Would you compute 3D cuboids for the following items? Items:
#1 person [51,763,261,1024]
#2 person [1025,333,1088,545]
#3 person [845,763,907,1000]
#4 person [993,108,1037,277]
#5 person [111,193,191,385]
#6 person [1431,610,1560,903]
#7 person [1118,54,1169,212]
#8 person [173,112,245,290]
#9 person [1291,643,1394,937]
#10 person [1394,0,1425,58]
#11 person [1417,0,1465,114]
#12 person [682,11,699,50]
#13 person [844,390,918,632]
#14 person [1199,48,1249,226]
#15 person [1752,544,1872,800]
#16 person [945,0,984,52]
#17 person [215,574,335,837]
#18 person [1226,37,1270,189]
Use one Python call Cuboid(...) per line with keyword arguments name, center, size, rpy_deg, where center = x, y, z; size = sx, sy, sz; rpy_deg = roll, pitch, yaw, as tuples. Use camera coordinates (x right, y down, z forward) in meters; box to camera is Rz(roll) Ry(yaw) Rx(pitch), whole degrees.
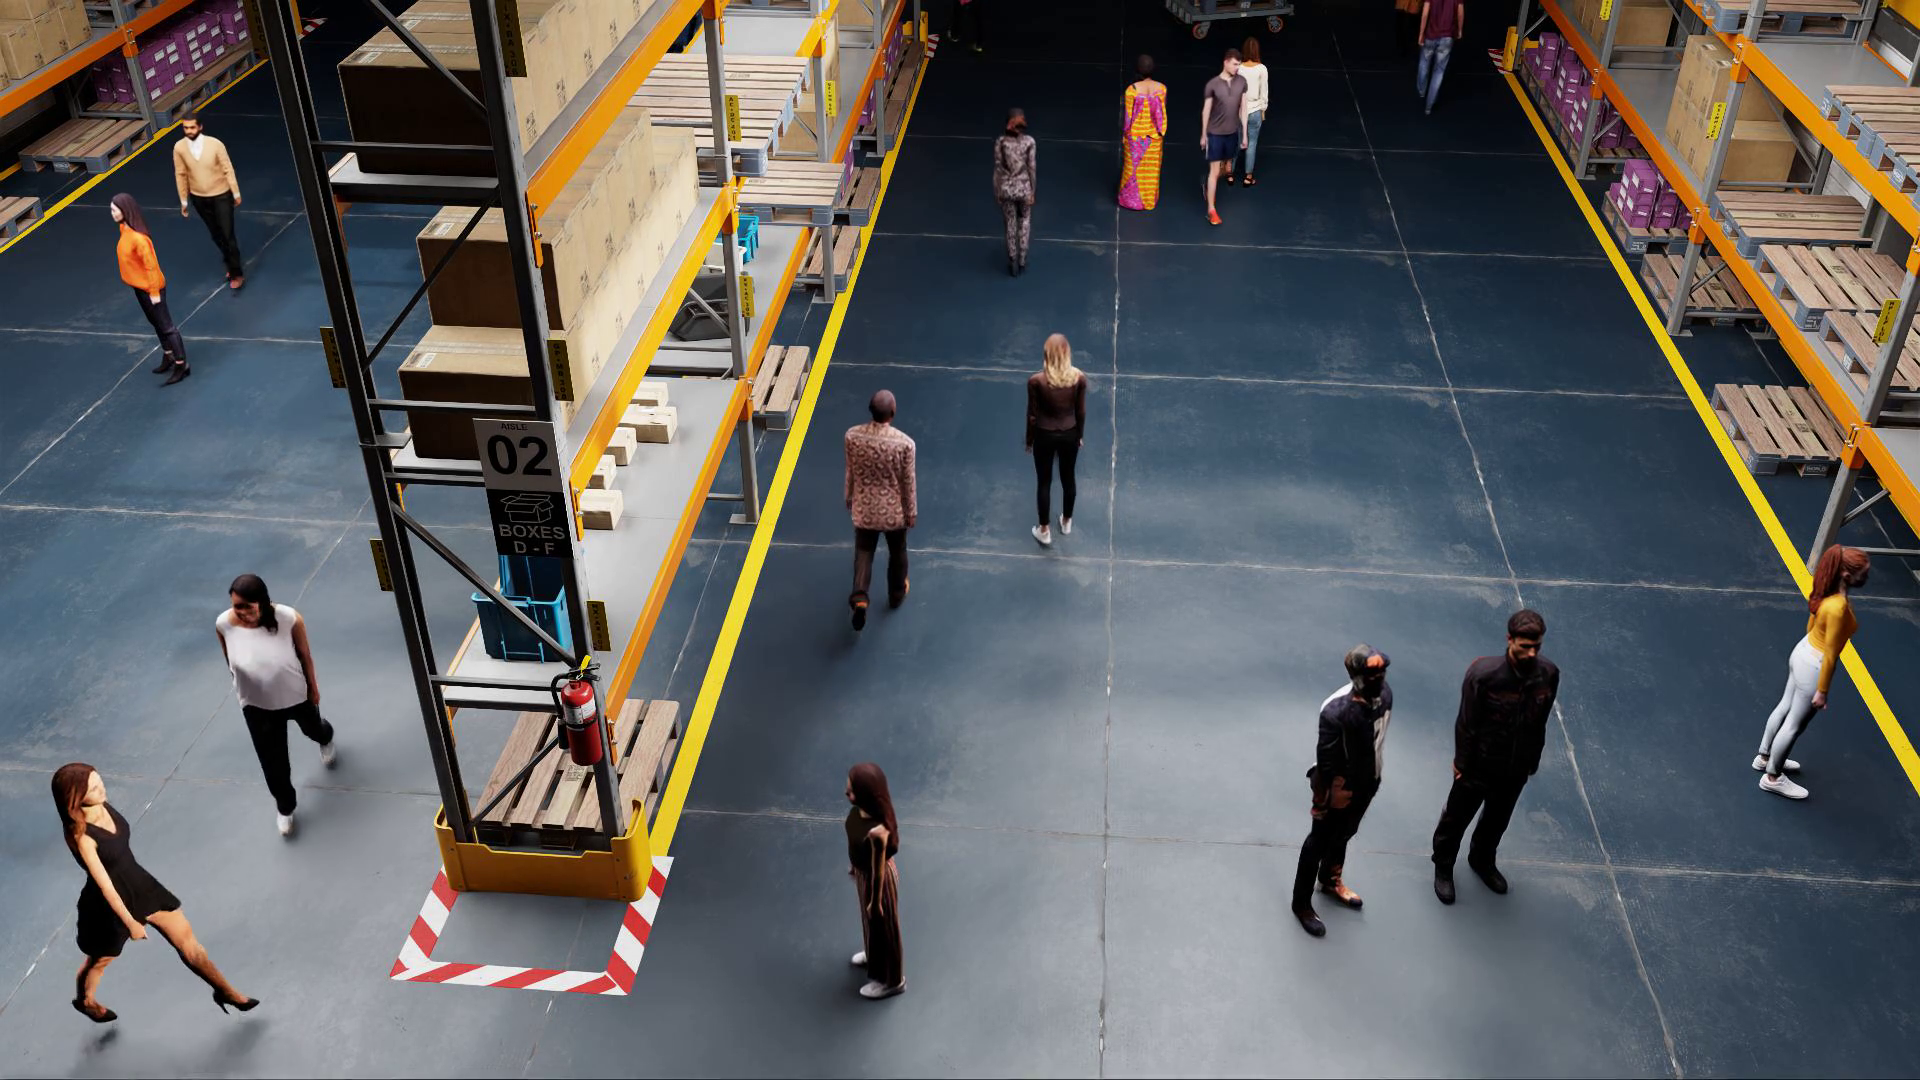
Cuboid(name="person", center=(-4.343, 1.880, 8.424), size=(0.827, 1.778, 1.148), rpy_deg=(-4, 34, -6))
Cuboid(name="person", center=(0.718, -0.758, 12.456), size=(0.672, 1.708, 0.666), rpy_deg=(-5, 34, -8))
Cuboid(name="person", center=(-0.446, 1.771, 8.785), size=(0.677, 1.560, 0.541), rpy_deg=(-9, 35, -13))
Cuboid(name="person", center=(0.540, -3.404, 16.439), size=(0.613, 1.705, 0.650), rpy_deg=(-2, 34, -3))
Cuboid(name="person", center=(-7.130, -2.227, 14.629), size=(0.758, 1.749, 0.703), rpy_deg=(-26, 42, -33))
Cuboid(name="person", center=(2.999, 1.186, 9.316), size=(0.759, 1.946, 0.691), rpy_deg=(-6, 34, -9))
Cuboid(name="person", center=(1.973, -4.440, 18.018), size=(0.741, 1.682, 0.765), rpy_deg=(-9, 35, -13))
Cuboid(name="person", center=(-7.354, -3.403, 16.416), size=(0.743, 1.728, 0.961), rpy_deg=(-1, 34, -1))
Cuboid(name="person", center=(2.117, 1.335, 9.143), size=(0.772, 1.890, 0.831), rpy_deg=(-25, 41, -32))
Cuboid(name="person", center=(6.148, -7.407, 22.457), size=(0.799, 1.711, 0.805), rpy_deg=(17, 37, 24))
Cuboid(name="person", center=(5.918, -6.203, 20.547), size=(0.855, 1.819, 1.118), rpy_deg=(12, 35, 17))
Cuboid(name="person", center=(-3.663, -7.234, 22.410), size=(0.639, 1.474, 0.456), rpy_deg=(7, 34, 10))
Cuboid(name="person", center=(-0.575, -0.182, 11.521), size=(0.734, 1.783, 1.014), rpy_deg=(6, 34, 9))
Cuboid(name="person", center=(2.779, -4.362, 17.765), size=(0.914, 1.833, 1.133), rpy_deg=(-8, 34, -11))
Cuboid(name="person", center=(5.172, 0.783, 10.099), size=(0.694, 1.749, 0.536), rpy_deg=(8, 35, 12))
Cuboid(name="person", center=(0.176, -7.408, 22.640), size=(0.932, 1.509, 1.063), rpy_deg=(-19, 38, -26))
Cuboid(name="person", center=(-4.097, 0.879, 10.043), size=(0.842, 1.652, 1.169), rpy_deg=(-6, 34, -9))
Cuboid(name="person", center=(3.175, -4.759, 18.498), size=(0.673, 1.682, 0.639), rpy_deg=(13, 36, 19))
